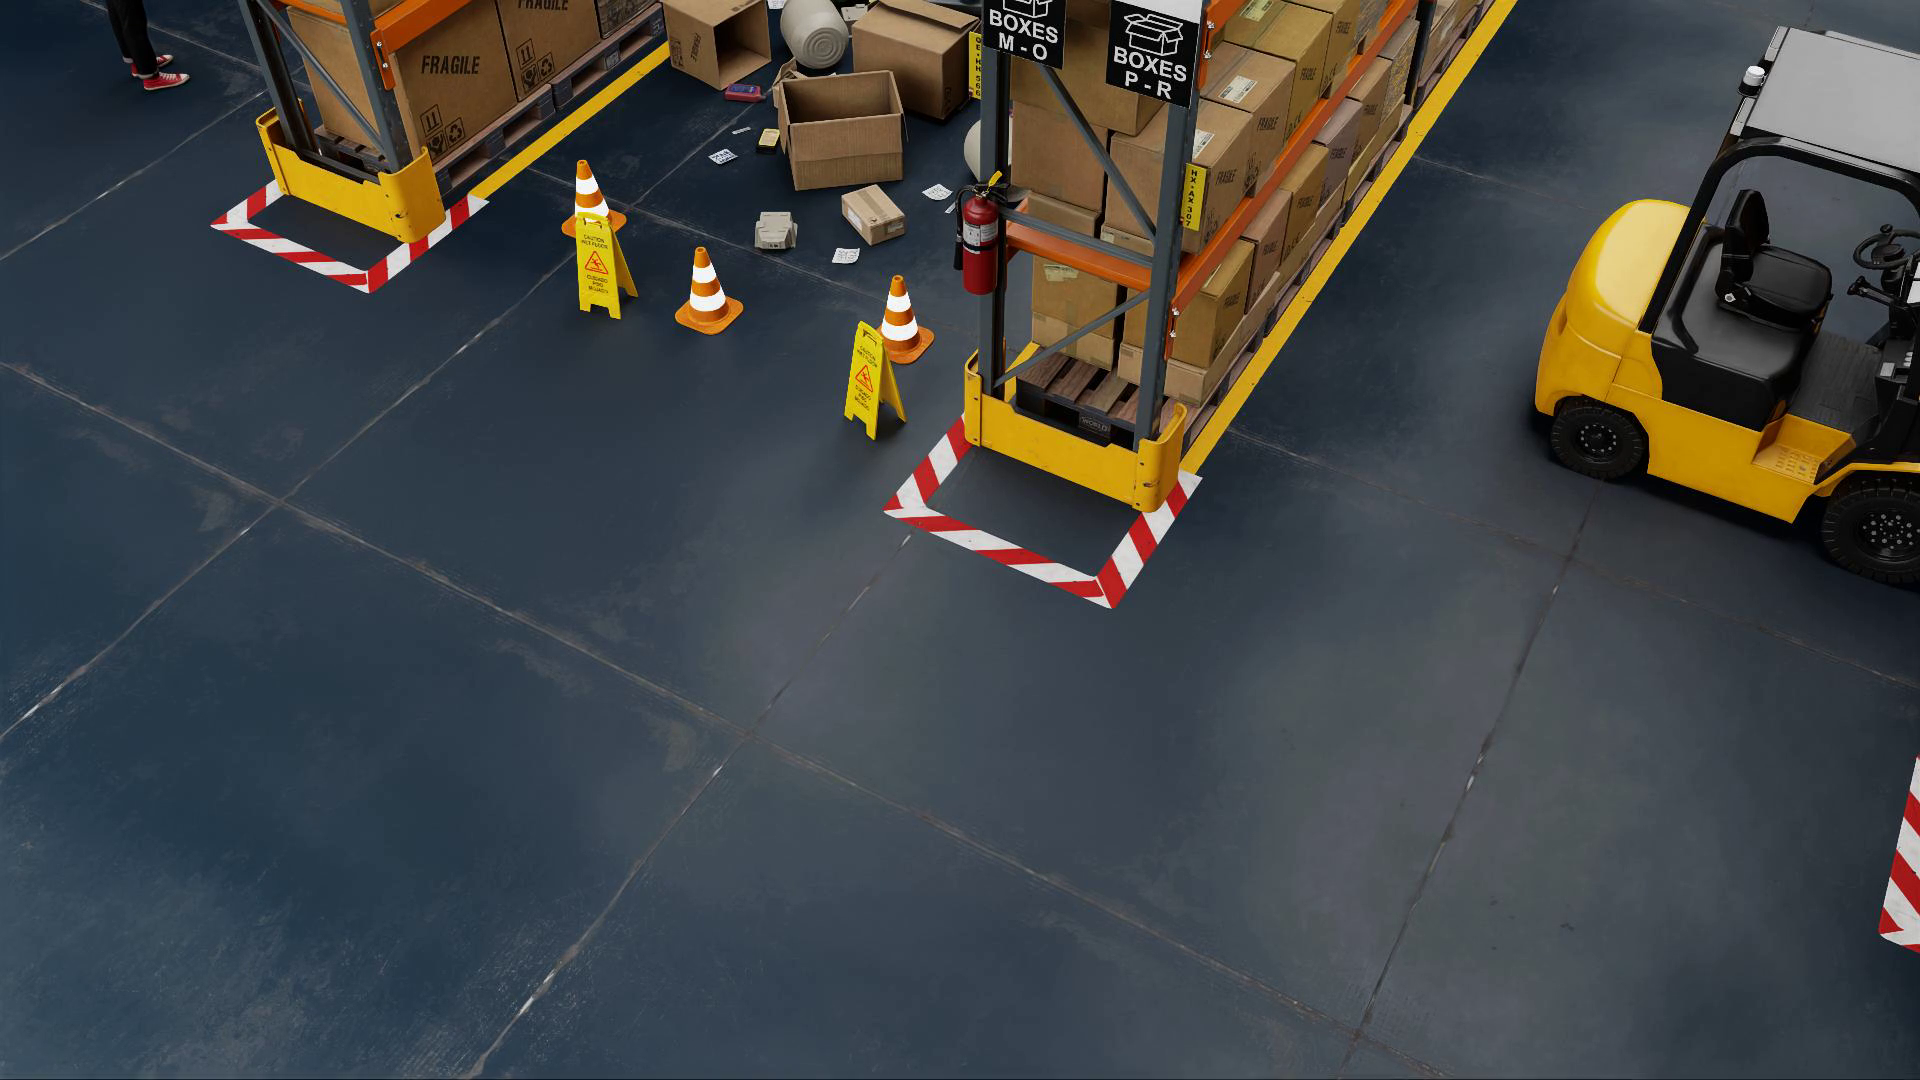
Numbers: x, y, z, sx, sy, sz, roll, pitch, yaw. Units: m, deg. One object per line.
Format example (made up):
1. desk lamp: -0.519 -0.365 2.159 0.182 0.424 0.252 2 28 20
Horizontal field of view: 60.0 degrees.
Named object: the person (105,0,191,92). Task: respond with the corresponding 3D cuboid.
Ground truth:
1. person: -5.592 -3.805 10.891 0.753 1.759 0.775 -31 55 -26
